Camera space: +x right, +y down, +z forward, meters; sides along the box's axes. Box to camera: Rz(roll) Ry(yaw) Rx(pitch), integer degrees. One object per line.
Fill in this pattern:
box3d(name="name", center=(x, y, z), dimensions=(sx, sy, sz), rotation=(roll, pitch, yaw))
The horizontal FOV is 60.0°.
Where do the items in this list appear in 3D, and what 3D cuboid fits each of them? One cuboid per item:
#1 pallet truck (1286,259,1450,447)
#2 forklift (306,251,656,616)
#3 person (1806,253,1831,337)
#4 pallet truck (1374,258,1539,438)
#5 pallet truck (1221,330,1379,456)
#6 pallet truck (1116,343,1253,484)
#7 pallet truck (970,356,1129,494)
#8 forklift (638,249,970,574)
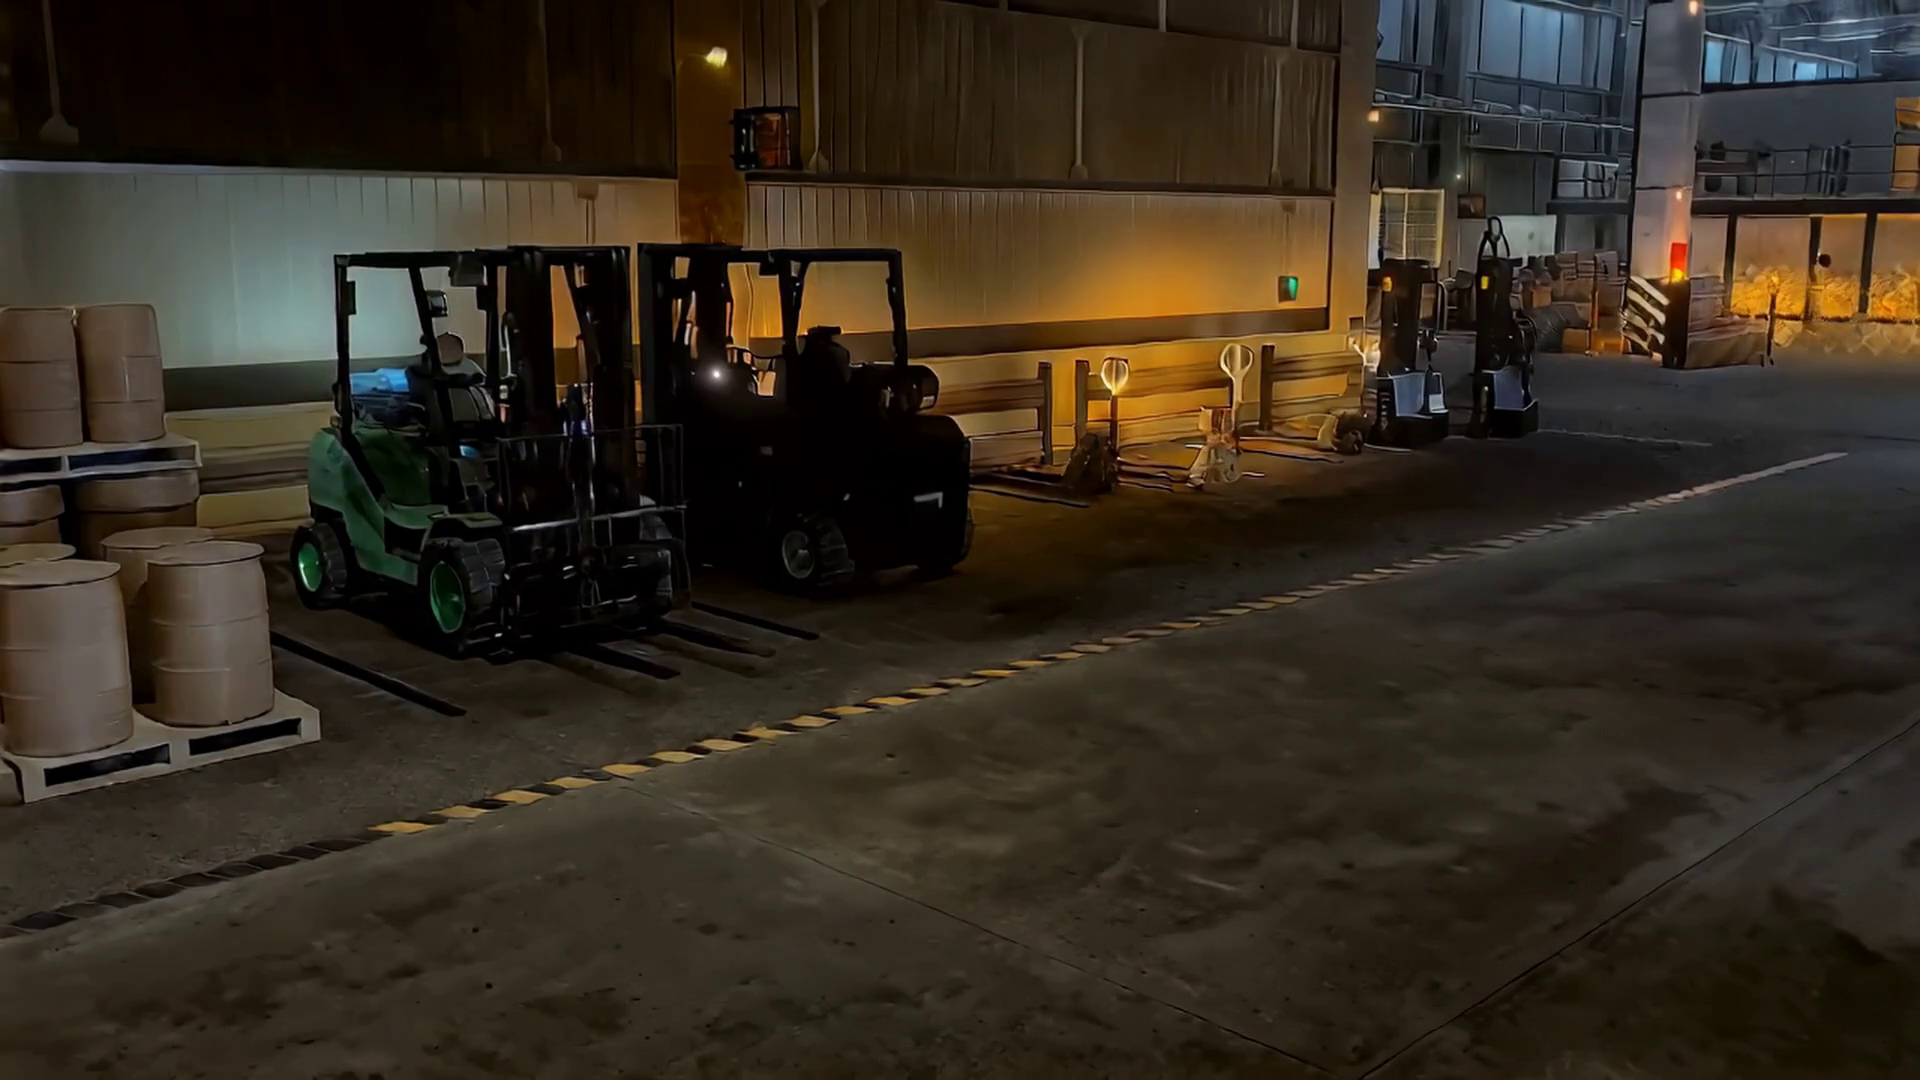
box3d(name="pallet truck", center=(4.493, -2.078, 18.196), dimensions=(0.823, 1.965, 1.885), rotation=(-9, 14, -40))
box3d(name="forklift", center=(-2.833, -0.669, 9.694), dimensions=(1.157, 1.987, 2.680), rotation=(-10, 14, -44))
box3d(name="person", center=(19.078, -5.444, 36.961), dimensions=(0.372, 1.860, 0.750), rotation=(4, 11, 22))
box3d(name="pallet truck", center=(5.704, -2.208, 18.901), dimensions=(1.885, 1.965, 0.823), rotation=(10, 14, 43))
box3d(name="pallet truck", center=(3.563, -1.581, 17.381), dimensions=(0.653, 1.274, 1.630), rotation=(-10, 14, -44))
box3d(name="pallet truck", center=(1.962, -1.215, 15.415), dimensions=(1.522, 1.261, 0.704), rotation=(10, 14, 43))
box3d(name="pallet truck", center=(0.784, -1.085, 14.876), dimensions=(0.680, 1.201, 1.601), rotation=(-10, 14, -44))
box3d(name="forklift", center=(-1.173, -0.958, 11.239), dimensions=(2.680, 1.987, 1.157), rotation=(10, 14, 43))
